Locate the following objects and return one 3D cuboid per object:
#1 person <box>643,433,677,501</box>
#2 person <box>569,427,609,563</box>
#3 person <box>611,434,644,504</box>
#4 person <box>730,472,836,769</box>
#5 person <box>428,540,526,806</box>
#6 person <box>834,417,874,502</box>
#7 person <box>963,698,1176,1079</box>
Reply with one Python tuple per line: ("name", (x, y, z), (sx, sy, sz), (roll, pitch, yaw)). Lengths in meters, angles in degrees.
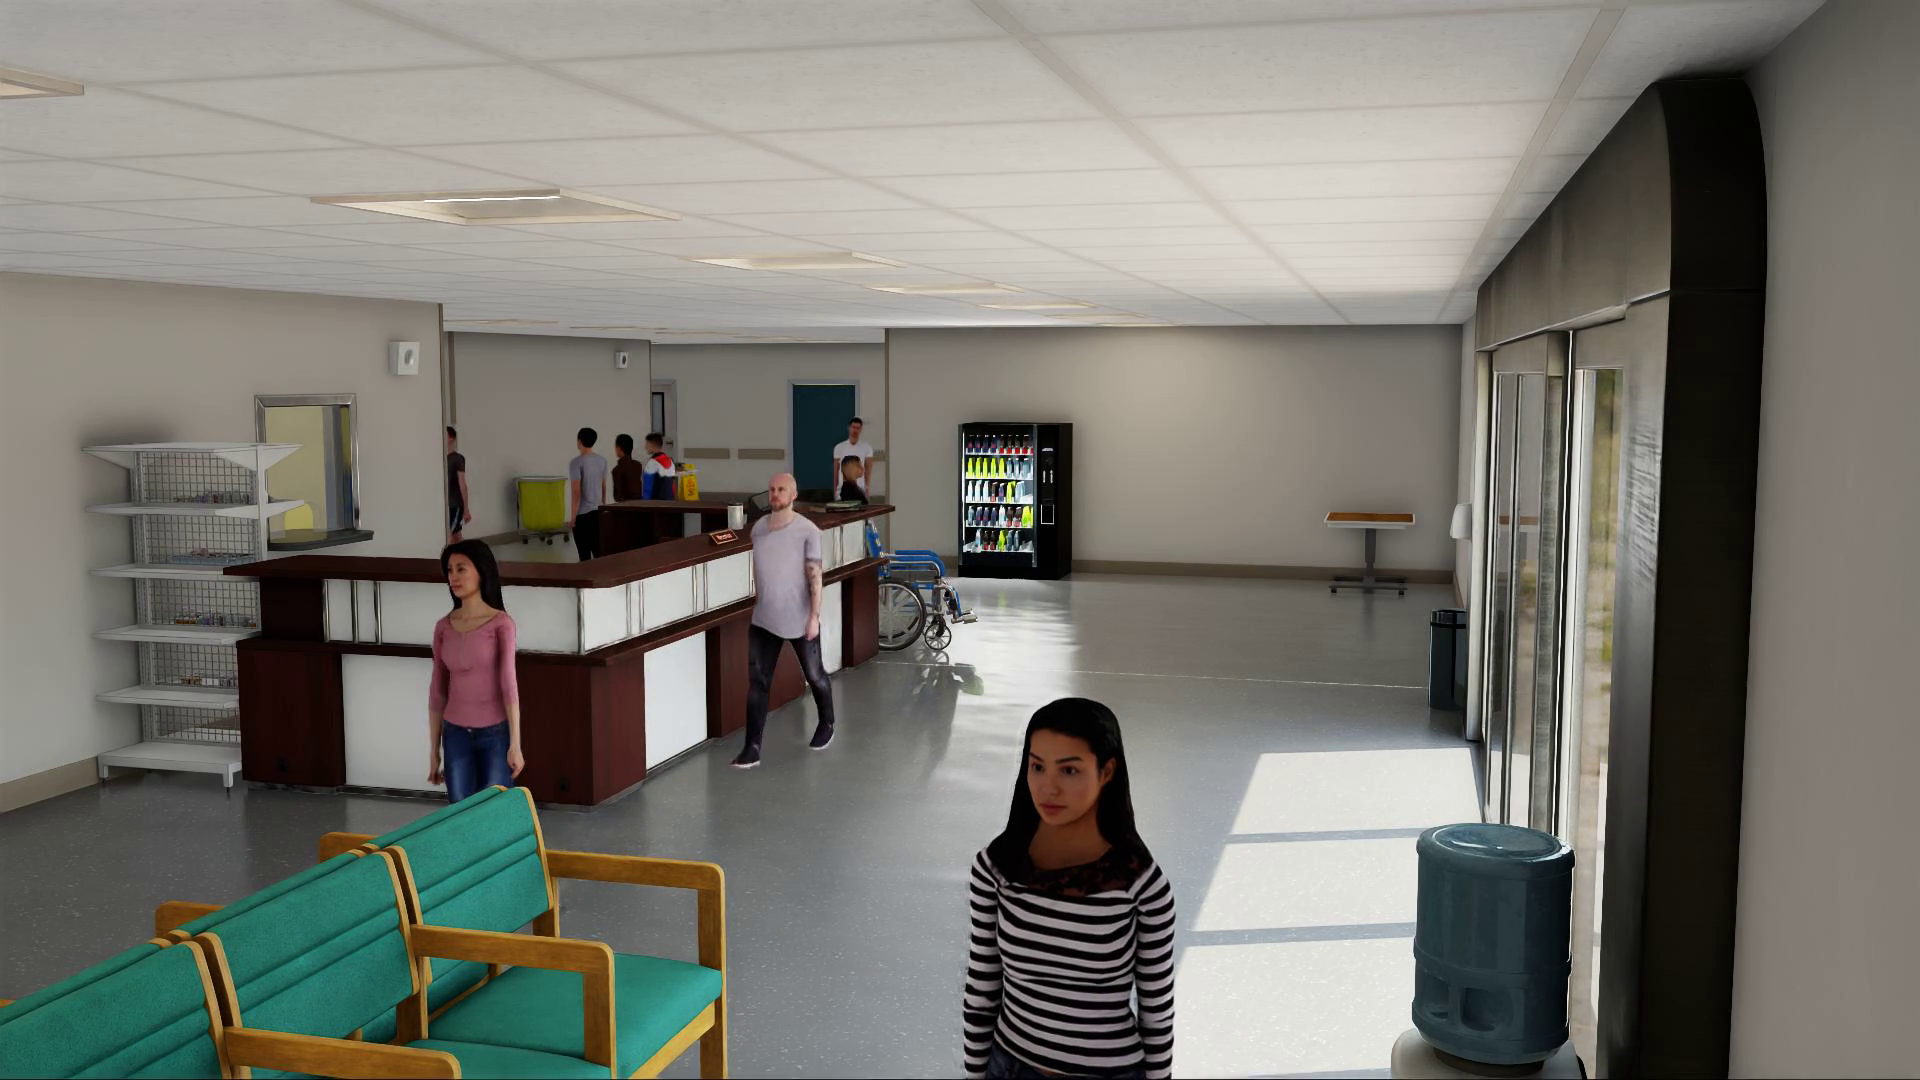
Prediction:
("person", (-3.343, -0.331, 18.925), (1.029, 1.736, 0.737), (2, 6, 23))
("person", (-3.910, -0.256, 17.546), (0.665, 1.863, 0.721), (4, 7, 32))
("person", (-3.515, -0.252, 18.110), (1.198, 1.743, 0.857), (4, 7, 36))
("person", (-1.031, 0.504, 10.392), (1.200, 1.783, 0.845), (2, 6, 21))
("person", (-2.014, 0.856, 7.134), (0.719, 1.735, 0.648), (2, 6, 16))
("person", (-1.403, -0.675, 21.853), (0.848, 1.836, 0.818), (1, 6, 8))
("person", (0.220, 1.196, 3.368), (0.444, 1.795, 0.641), (2, 6, 18))
